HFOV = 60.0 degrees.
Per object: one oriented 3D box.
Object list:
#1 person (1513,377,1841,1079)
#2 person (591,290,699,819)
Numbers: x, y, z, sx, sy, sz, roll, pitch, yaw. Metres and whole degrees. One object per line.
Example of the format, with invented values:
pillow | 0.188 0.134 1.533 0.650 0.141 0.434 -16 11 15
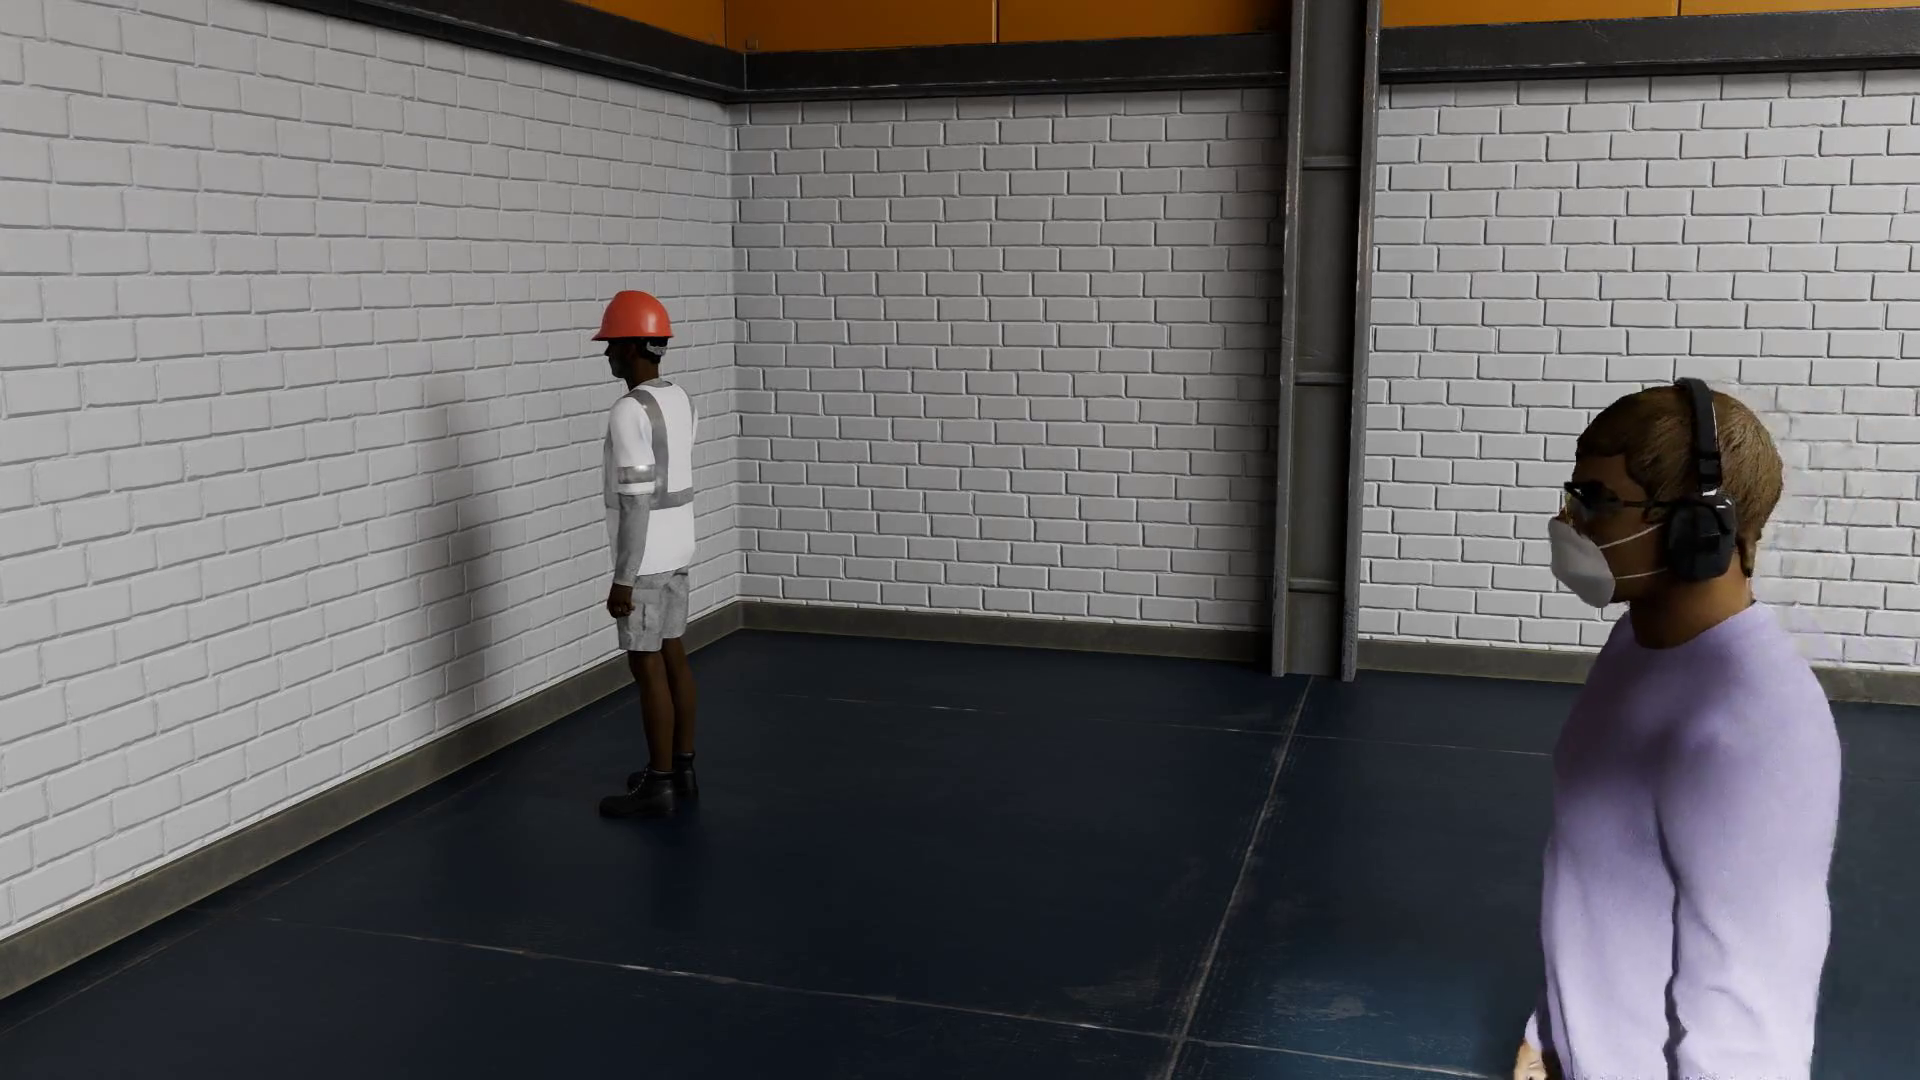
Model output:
person | 0.945 0.742 2.097 0.955 1.905 0.632 3 10 19
person | -1.167 0.058 6.137 0.356 1.937 0.552 2 9 11
